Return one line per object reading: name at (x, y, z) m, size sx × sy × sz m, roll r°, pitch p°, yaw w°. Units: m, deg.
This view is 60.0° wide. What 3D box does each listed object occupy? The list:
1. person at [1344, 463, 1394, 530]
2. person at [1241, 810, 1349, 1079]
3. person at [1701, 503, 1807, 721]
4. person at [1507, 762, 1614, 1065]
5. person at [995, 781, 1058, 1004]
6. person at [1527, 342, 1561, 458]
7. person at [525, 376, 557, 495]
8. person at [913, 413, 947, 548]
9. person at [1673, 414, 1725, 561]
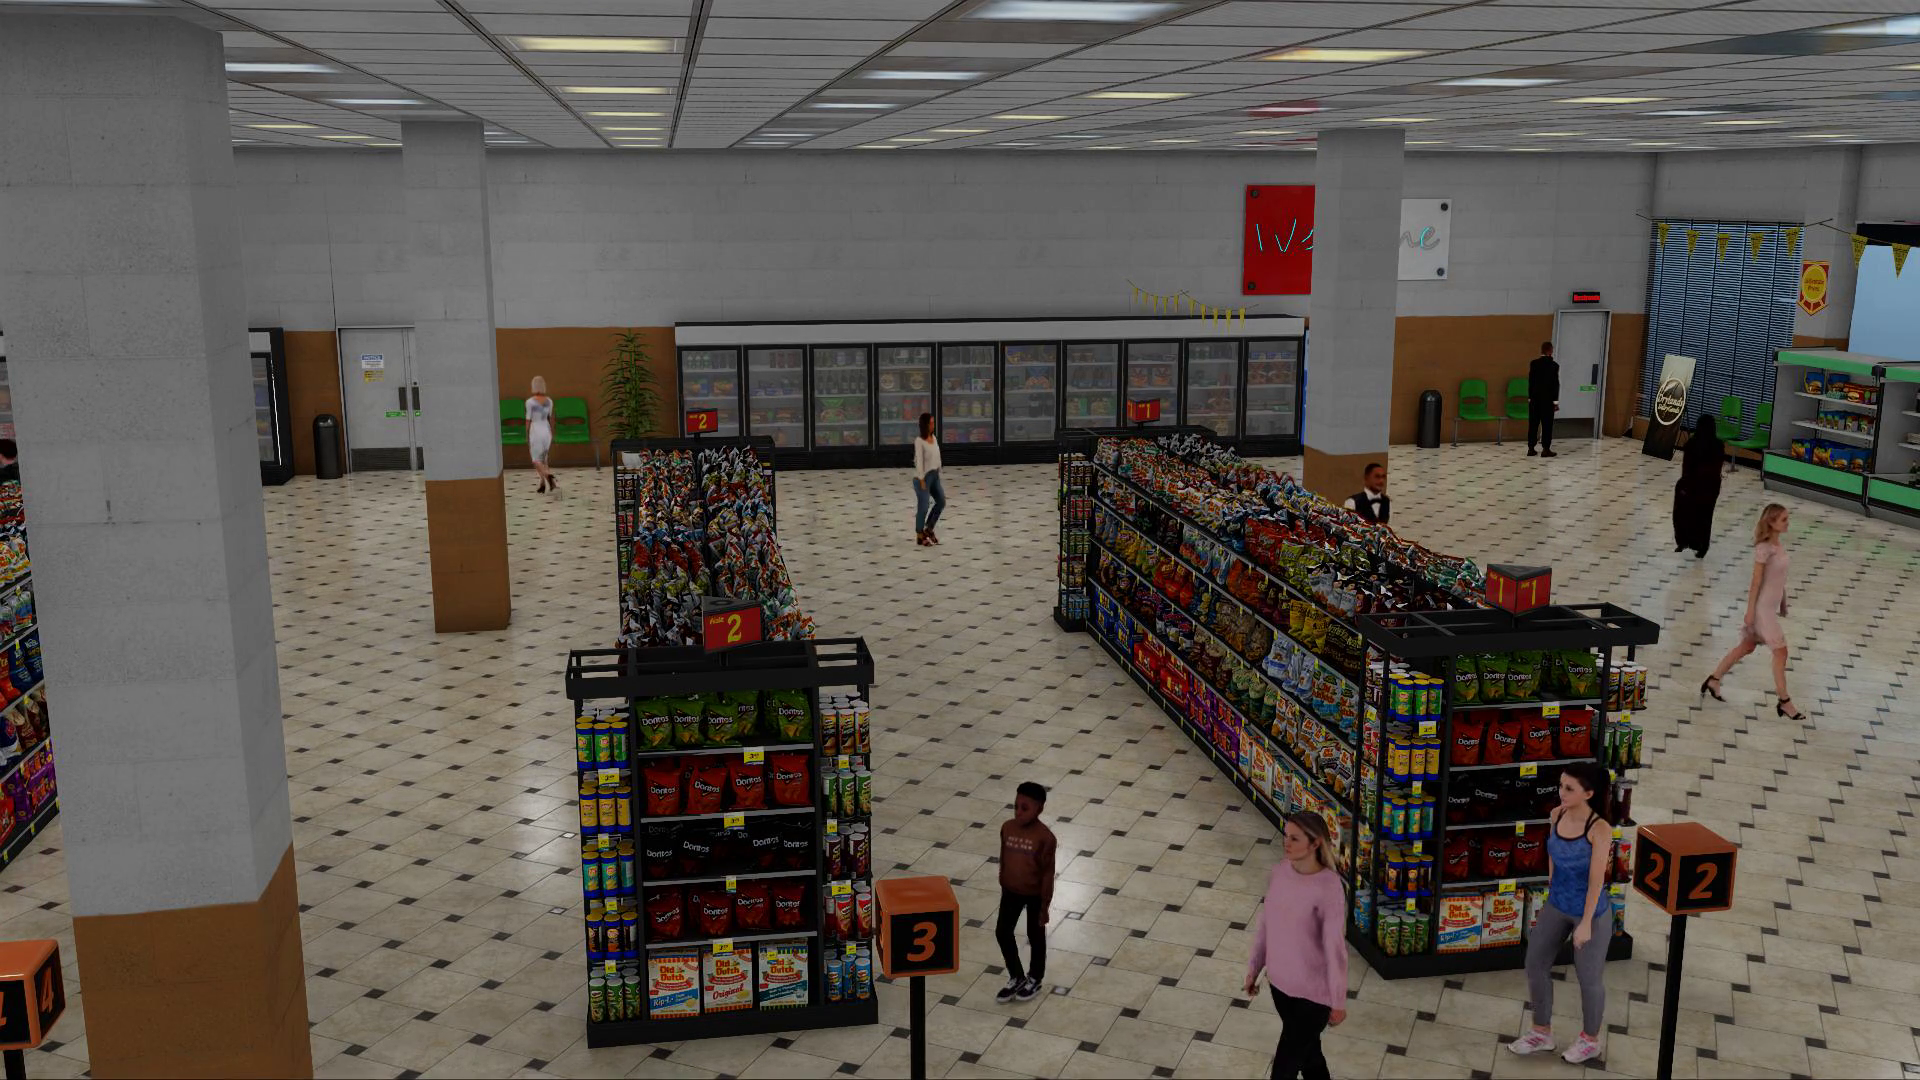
person at (3.725, 0.226, 15.475) m, size 0.786 × 1.901 × 1.022 m, roll -4°, pitch 13°, yaw -18°
person at (1.624, 2.021, 7.554) m, size 0.863 × 1.653 × 1.022 m, roll -6°, pitch 13°, yaw -27°
person at (6.670, 0.594, 14.000) m, size 1.142 × 1.788 × 1.000 m, roll 11°, pitch 16°, yaw 43°
person at (3.172, 1.875, 8.396) m, size 0.737 × 1.592 × 0.708 m, roll -6°, pitch 13°, yaw -27°
person at (0.404, 1.902, 9.103) m, size 0.640 × 1.247 × 0.697 m, roll 8°, pitch 14°, yaw 33°
person at (9.692, -2.339, 27.654) m, size 0.861 × 1.902 × 0.755 m, roll -11°, pitch 16°, yaw -42°
person at (-6.019, -1.485, 24.005) m, size 0.874 × 1.735 × 1.011 m, roll -11°, pitch 16°, yaw -42°
person at (-0.481, -0.752, 20.680) m, size 0.803 × 1.670 × 0.739 m, roll 8°, pitch 14°, yaw 33°
person at (8.870, -0.614, 19.847) m, size 0.729 × 1.744 × 0.794 m, roll -1°, pitch 12°, yaw -2°
